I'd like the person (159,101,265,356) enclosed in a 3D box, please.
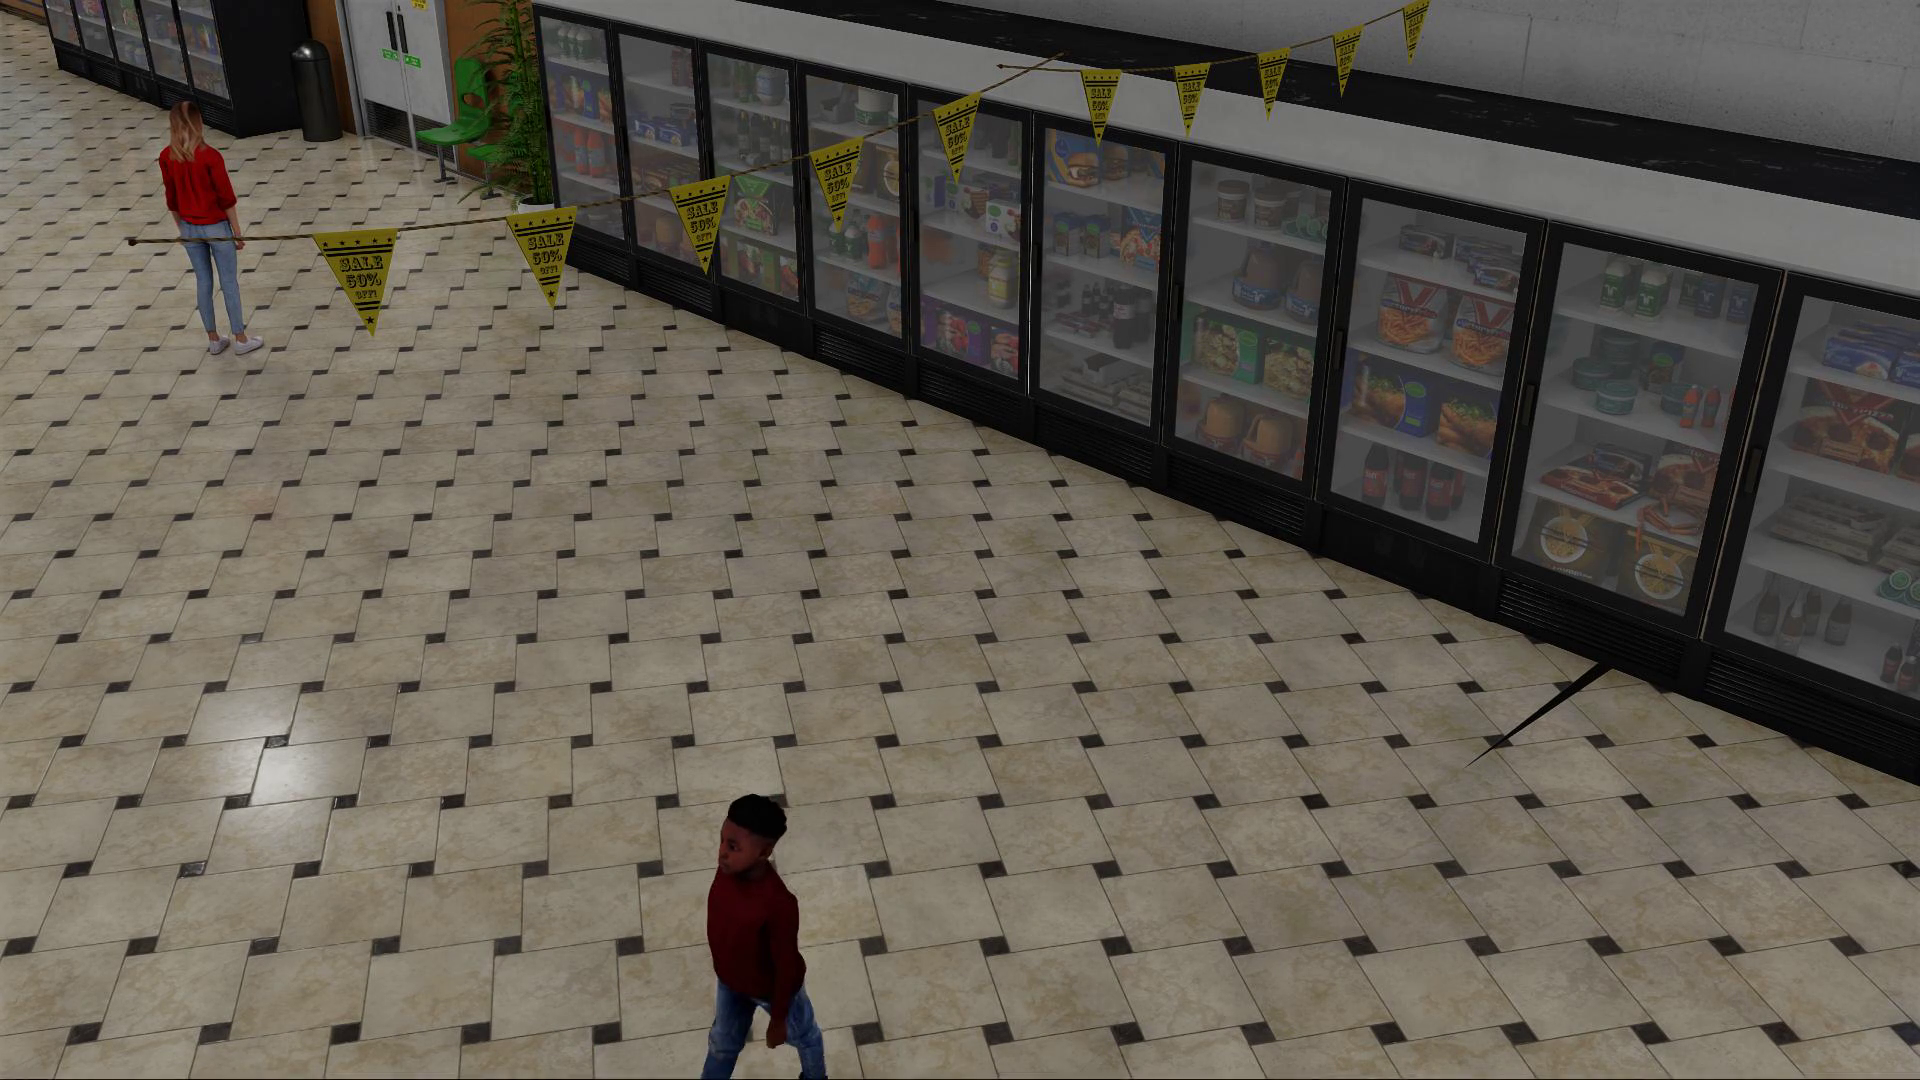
[{"bbox_3d":[-5.051,-2.078,11.150,0.683,1.703,0.716,3,27,5],"label":"person"}]

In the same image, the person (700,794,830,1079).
[{"bbox_3d":[-0.550,1.290,5.035,0.521,1.228,0.821,23,35,38],"label":"person"}]
